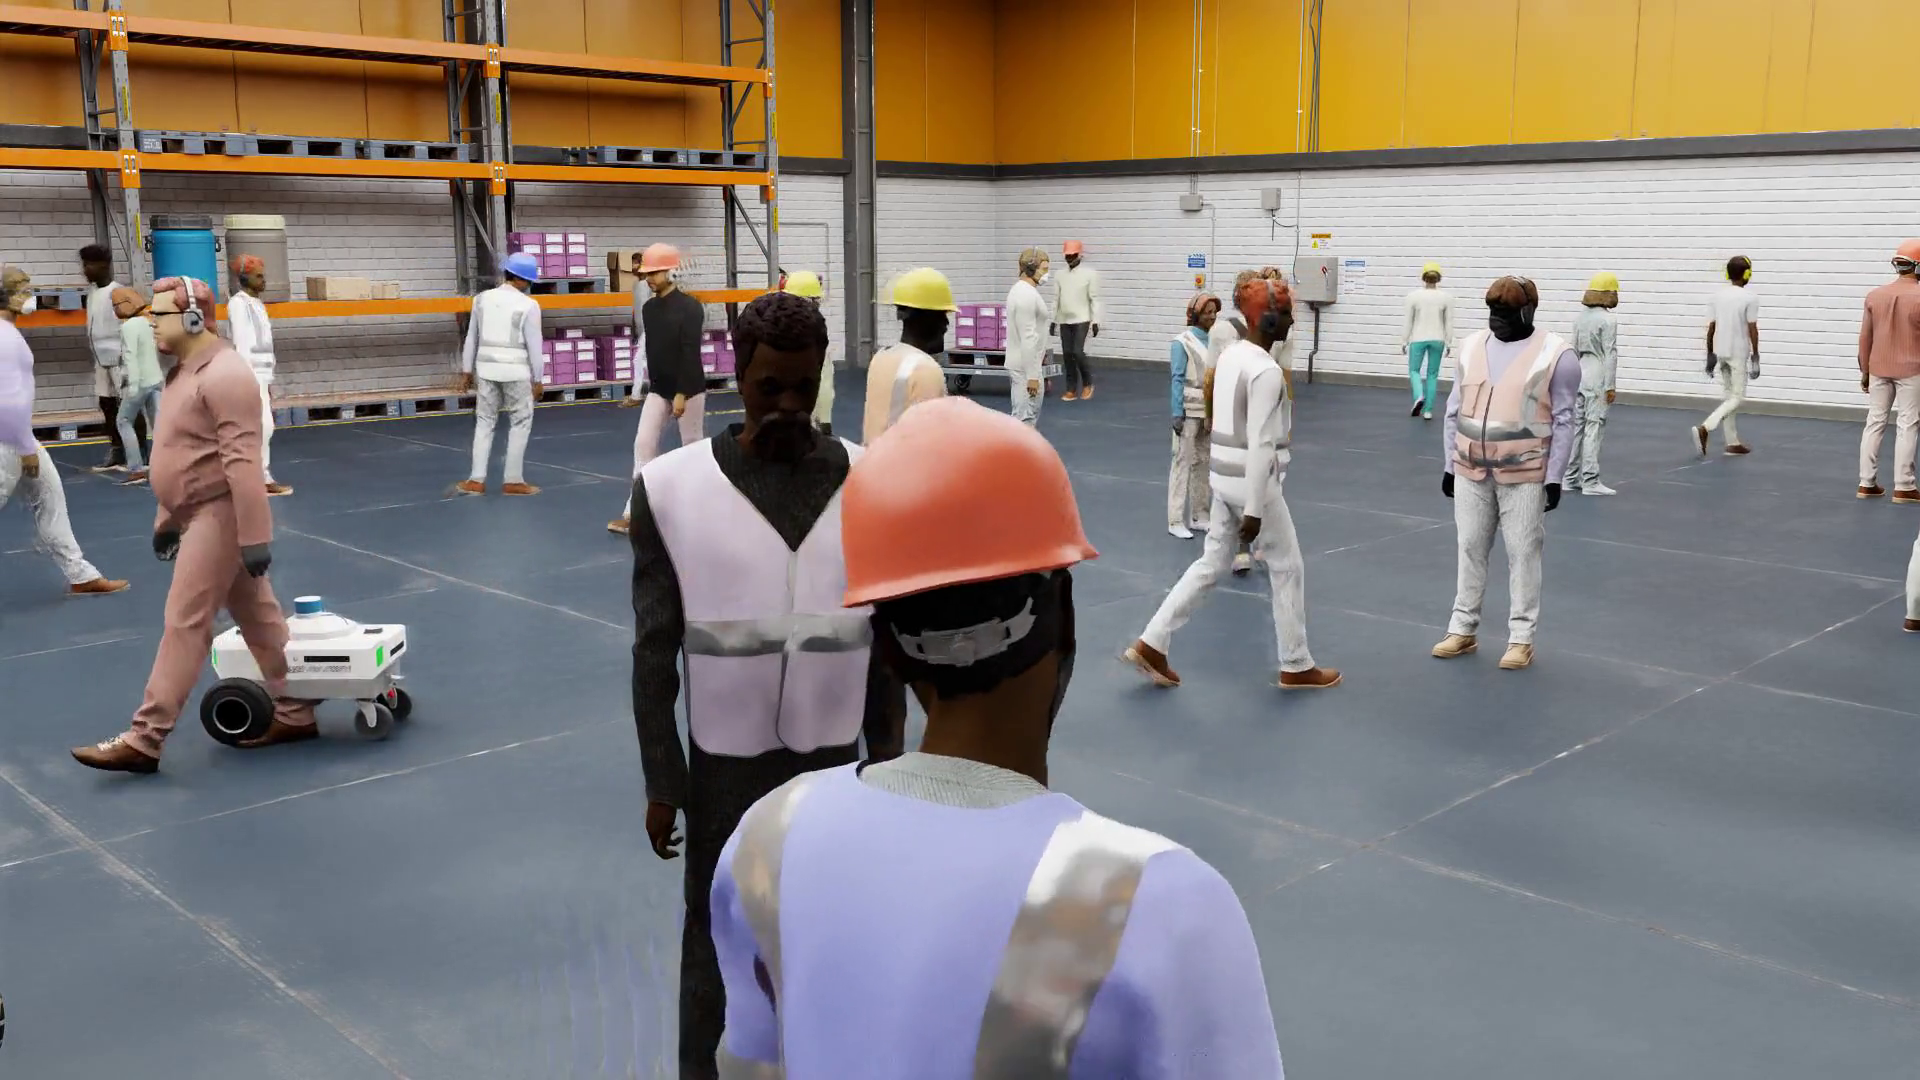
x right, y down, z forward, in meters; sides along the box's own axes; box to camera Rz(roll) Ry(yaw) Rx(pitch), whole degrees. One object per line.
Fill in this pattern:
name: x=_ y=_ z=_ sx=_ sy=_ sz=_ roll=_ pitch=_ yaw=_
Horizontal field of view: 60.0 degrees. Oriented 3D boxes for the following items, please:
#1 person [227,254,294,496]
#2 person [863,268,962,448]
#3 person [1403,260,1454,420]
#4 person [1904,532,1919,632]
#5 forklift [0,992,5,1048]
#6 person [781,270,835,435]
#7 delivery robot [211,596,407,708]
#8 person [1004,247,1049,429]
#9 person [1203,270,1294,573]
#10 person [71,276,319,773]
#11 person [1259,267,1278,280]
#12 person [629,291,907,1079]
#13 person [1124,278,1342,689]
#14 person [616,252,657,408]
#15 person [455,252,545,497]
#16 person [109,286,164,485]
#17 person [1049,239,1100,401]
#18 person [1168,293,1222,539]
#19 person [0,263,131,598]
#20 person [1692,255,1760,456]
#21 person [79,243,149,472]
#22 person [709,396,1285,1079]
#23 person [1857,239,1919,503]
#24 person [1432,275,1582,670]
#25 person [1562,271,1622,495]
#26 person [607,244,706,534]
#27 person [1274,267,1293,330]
person: x=-5.436 y=-1.229 z=12.700 sx=0.445 sy=1.879 sz=0.676 roll=-2 pitch=11 yaw=-11
person: x=-0.114 y=-0.176 z=6.932 sx=0.954 sy=1.876 sz=0.608 roll=-5 pitch=12 yaw=-27
person: x=5.125 y=-2.178 z=18.206 sx=0.538 sy=1.751 sz=0.413 roll=2 pitch=11 yaw=11
person: x=4.994 y=-0.300 z=8.322 sx=0.274 sy=1.627 sz=0.498 roll=-2 pitch=11 yaw=-13
forklift: x=-3.245 y=0.323 z=3.363 sx=2.313 sy=2.155 sz=1.214 roll=2 pitch=11 yaw=13
person: x=-1.074 y=-0.858 z=10.875 sx=0.822 sy=1.804 sz=0.602 roll=-7 pitch=13 yaw=-35
delivery robot: x=-2.637 y=0.472 z=6.768 sx=0.707 sy=0.478 sz=0.477 roll=0 pitch=10 yaw=-1
person: x=0.528 y=-1.285 z=12.847 sx=0.373 sy=1.935 sz=0.628 roll=-1 pitch=10 yaw=-4
person: x=1.735 y=-0.698 z=9.997 sx=0.522 sy=1.814 sz=0.628 roll=0 pitch=10 yaw=1
person: x=-2.966 y=-0.058 z=6.340 sx=0.963 sy=1.857 sz=0.665 roll=-7 pitch=13 yaw=-34
person: x=3.766 y=-2.552 z=20.555 sx=0.310 sy=1.638 sz=0.523 roll=7 pitch=12 yaw=33
person: x=-0.380 y=0.449 z=3.447 sx=0.587 sy=1.914 sz=0.392 roll=-5 pitch=11 yaw=-24
person: x=1.211 y=-0.228 z=7.337 sx=0.944 sy=1.851 sz=0.584 roll=-3 pitch=11 yaw=-14
person: x=-3.696 y=-2.510 z=19.819 sx=0.933 sy=1.836 sz=0.535 roll=-9 pitch=13 yaw=-39
person: x=-3.584 y=-1.273 z=12.900 sx=0.777 sy=1.897 sz=0.433 roll=3 pitch=11 yaw=16
person: x=-6.683 y=-1.241 z=13.453 sx=0.596 sy=1.609 sz=0.535 roll=-1 pitch=10 yaw=-4
person: x=1.381 y=-2.680 z=20.327 sx=0.632 sy=1.974 sz=0.430 roll=8 pitch=13 yaw=36
person: x=1.603 y=-0.834 z=11.185 sx=0.523 sy=1.638 sz=0.311 roll=-9 pitch=14 yaw=-41
person: x=-5.163 y=-0.542 z=8.957 sx=1.045 sy=1.884 sz=0.626 roll=-6 pitch=12 yaw=-30
person: x=7.016 y=-1.668 z=15.167 sx=0.782 sy=1.846 sz=0.524 roll=-5 pitch=11 yaw=-24
person: x=-7.245 y=-1.552 z=14.243 sx=0.630 sy=1.954 sz=0.374 roll=7 pitch=12 yaw=32
person: x=0.075 y=0.819 z=1.533 sx=0.999 sy=1.877 sz=0.645 roll=-10 pitch=14 yaw=-43
person: x=7.161 y=-1.283 z=12.661 sx=0.384 sy=1.993 sz=0.623 roll=-6 pitch=12 yaw=-30
person: x=2.549 y=-0.316 z=7.828 sx=0.619 sy=1.838 sz=0.430 roll=9 pitch=14 yaw=42
person: x=4.989 y=-1.230 z=13.065 sx=0.320 sy=1.742 sz=0.492 roll=-3 pitch=11 yaw=-16
person: x=-2.011 y=-0.986 z=11.138 sx=0.612 sy=1.954 sz=0.922 roll=7 pitch=13 yaw=35
person: x=3.948 y=-2.645 z=21.105 sx=0.522 sy=1.623 sz=0.407 roll=-3 pitch=11 yaw=-18
